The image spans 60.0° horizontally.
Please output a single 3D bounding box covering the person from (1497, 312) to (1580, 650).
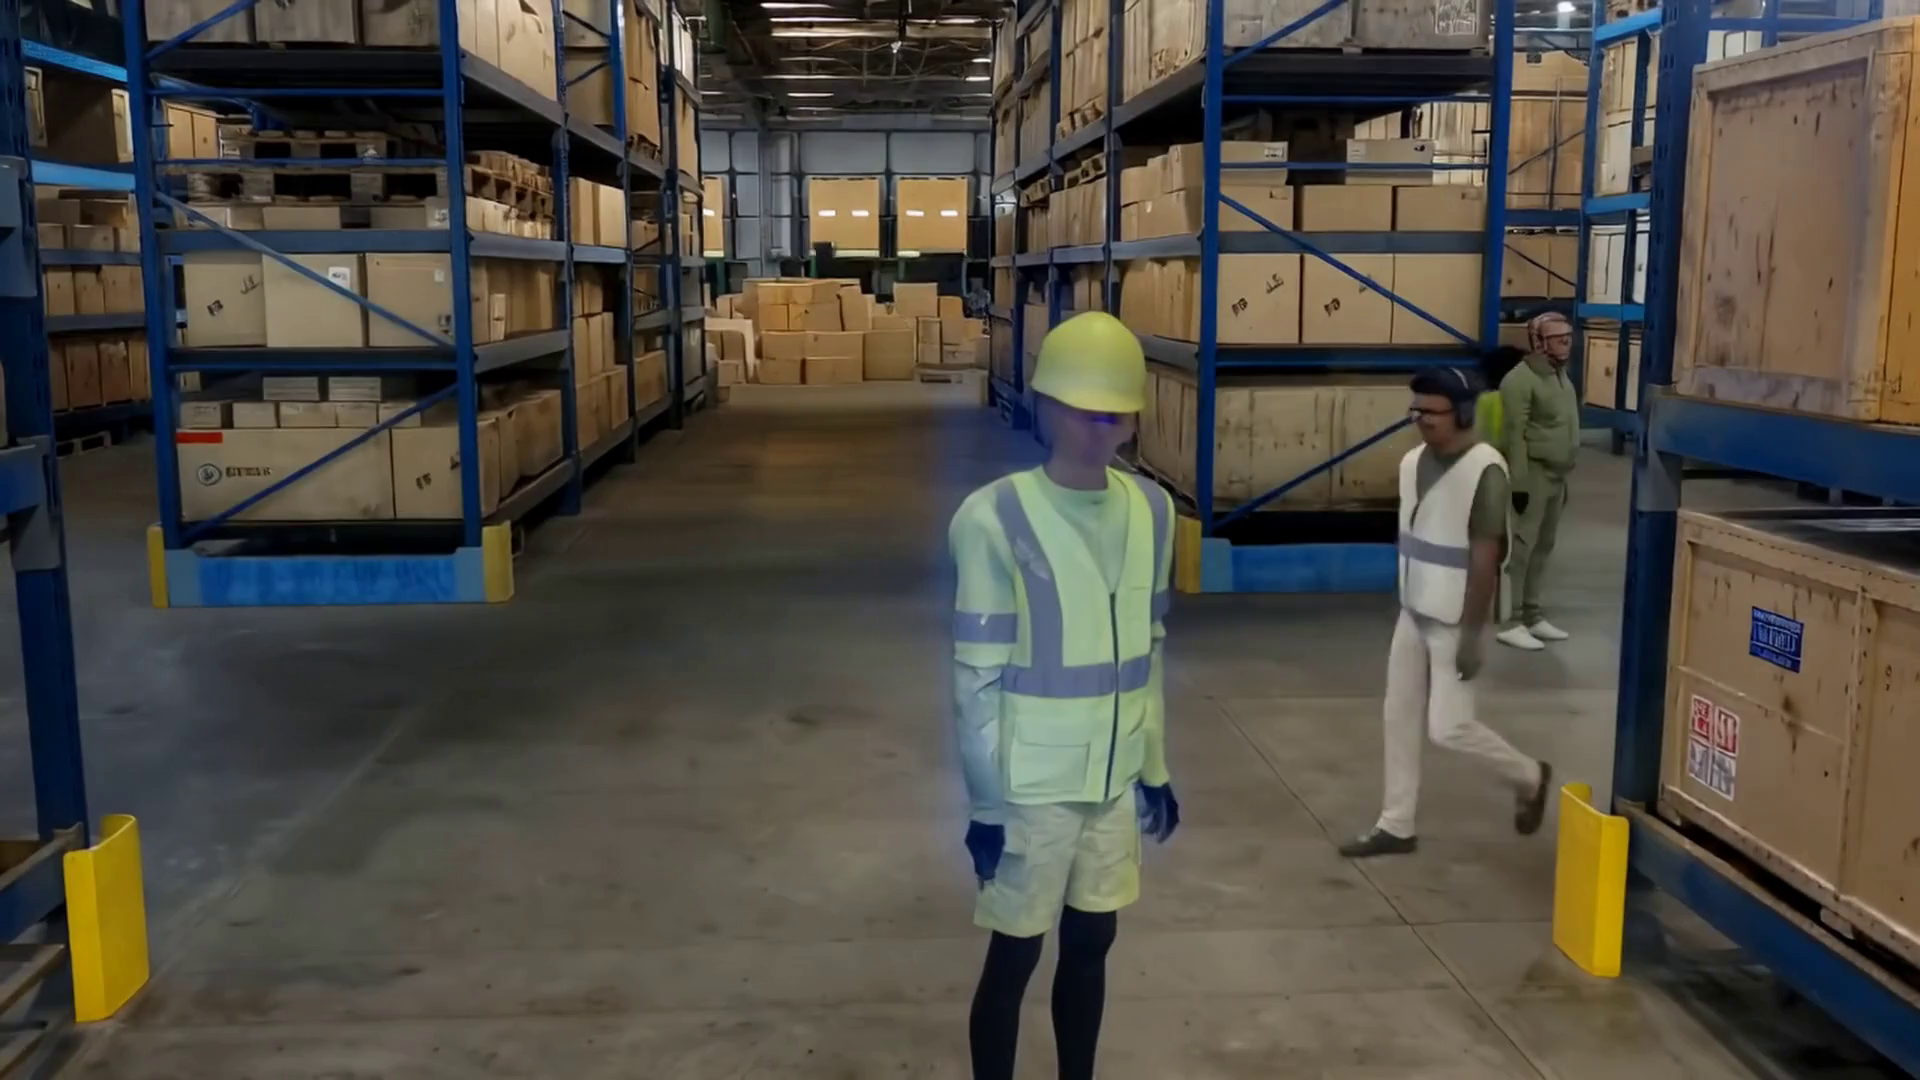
[{"bbox_3d":[3.327,-0.342,9.522,0.406,1.910,0.639,8,12,41],"label":"person"}]

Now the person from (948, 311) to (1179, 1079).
[{"bbox_3d":[0.261,0.519,3.704,0.609,2.040,0.394,-7,11,-37],"label":"person"}]

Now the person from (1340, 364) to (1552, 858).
[{"bbox_3d":[1.789,0.277,5.928,0.667,1.815,0.597,-3,10,-20],"label":"person"}]

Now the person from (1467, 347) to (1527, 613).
[{"bbox_3d":[3.287,-0.365,10.373,0.423,1.674,0.562,1,9,3],"label":"person"}]

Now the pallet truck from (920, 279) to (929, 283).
[{"bbox_3d":[-0.932,-8.922,63.114,1.885,1.965,0.823,2,9,13],"label":"pallet truck"}]

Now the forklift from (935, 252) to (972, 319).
[{"bbox_3d":[-0.304,-7.584,51.949,1.129,2.768,1.873,-5,10,-30],"label":"forklift"}]

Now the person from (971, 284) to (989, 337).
[{"bbox_3d":[0.571,-6.320,47.148,0.574,1.888,0.991,-3,10,-21],"label":"person"}]

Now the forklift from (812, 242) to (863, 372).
[{"bbox_3d":[-2.938,-5.074,36.192,1.873,2.768,1.129,-1,9,-4],"label":"forklift"}]
